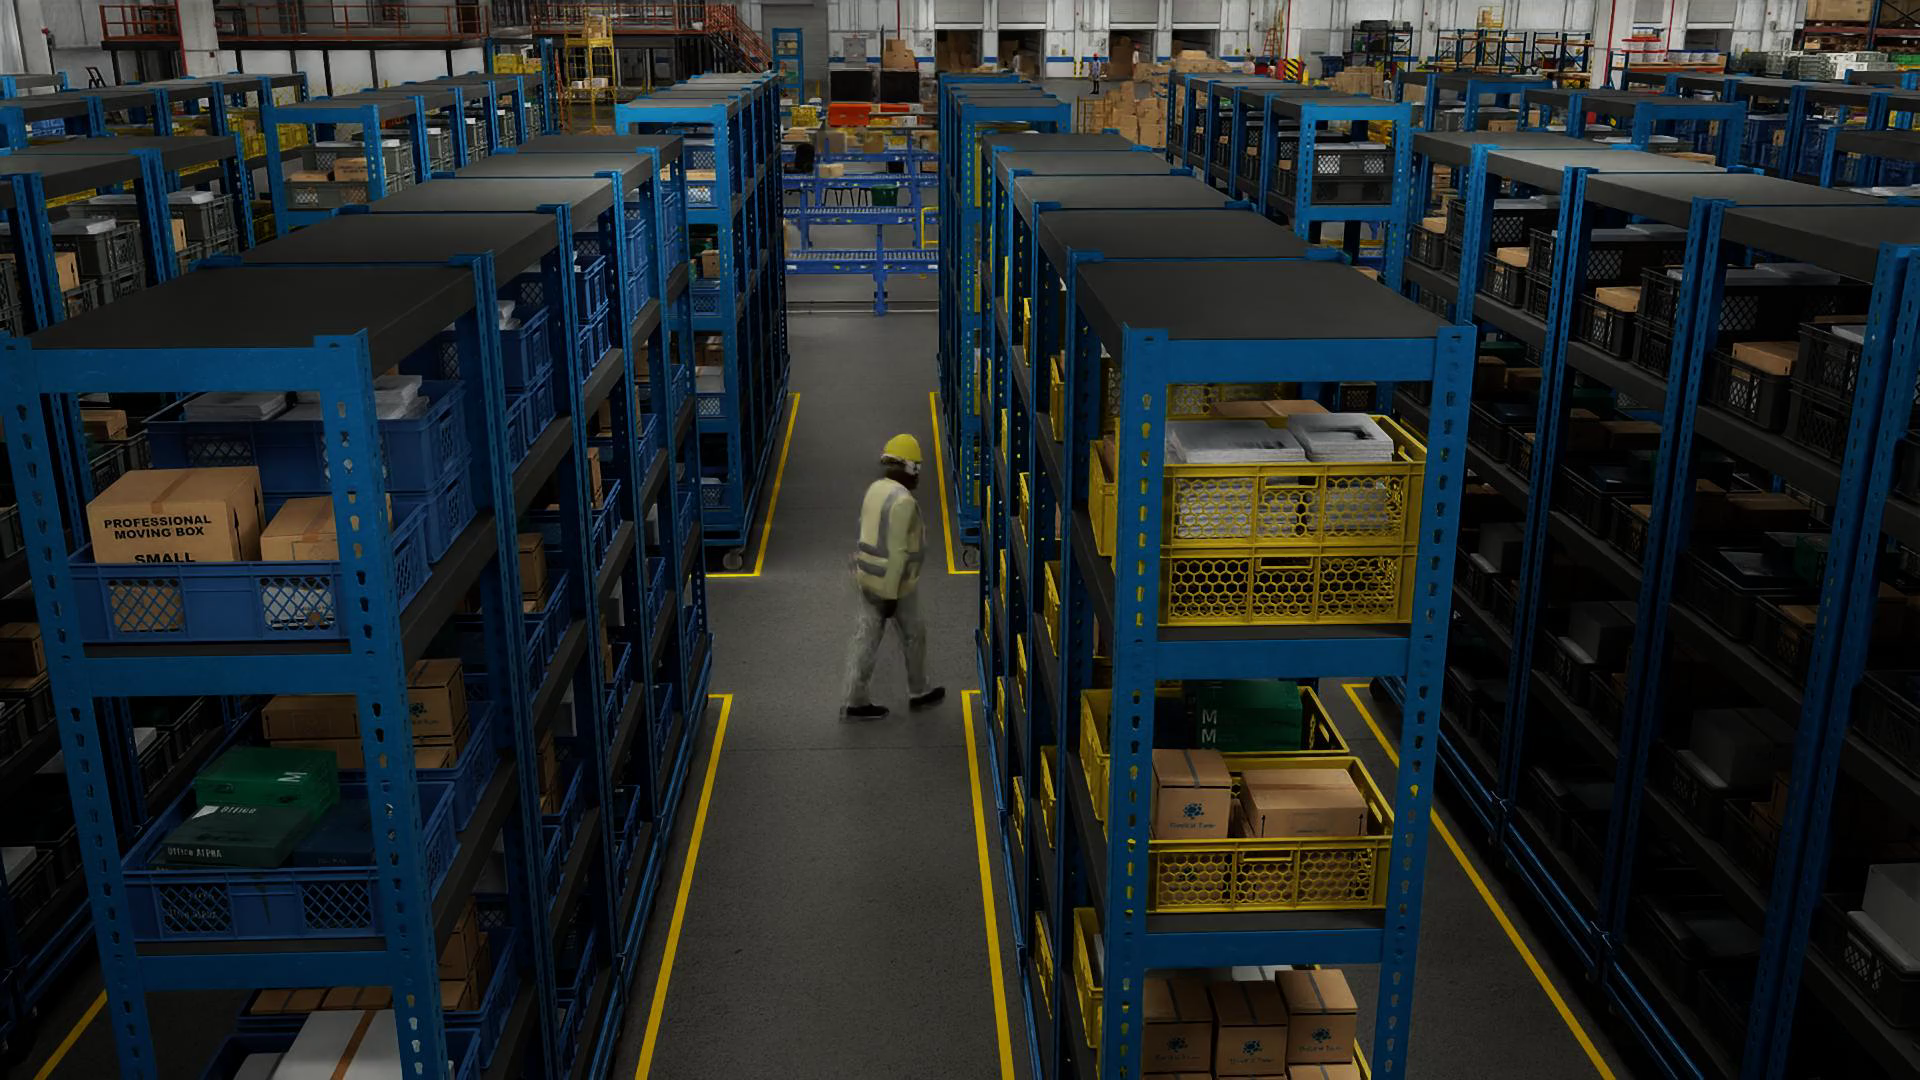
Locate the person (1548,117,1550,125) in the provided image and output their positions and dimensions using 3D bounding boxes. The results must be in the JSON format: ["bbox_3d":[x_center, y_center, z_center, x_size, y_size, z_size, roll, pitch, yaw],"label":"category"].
[{"bbox_3d":[19.979,-14.732,56.832,0.889,1.659,0.534,3,18,9],"label":"person"}]

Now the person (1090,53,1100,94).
[{"bbox_3d":[6.620,-22.783,81.277,0.358,1.937,0.548,-10,20,-28],"label":"person"}]

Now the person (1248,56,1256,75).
[{"bbox_3d":[13.783,-21.720,78.048,0.968,1.892,0.647,0,18,-1],"label":"person"}]

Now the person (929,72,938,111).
[{"bbox_3d":[-0.881,-16.244,61.171,1.019,1.875,0.597,2,18,5],"label":"person"}]

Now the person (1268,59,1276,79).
[{"bbox_3d":[15.053,-22.384,80.442,0.549,1.688,0.323,-16,24,-40],"label":"person"}]

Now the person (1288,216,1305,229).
[{"bbox_3d":[5.436,-5.076,26.812,0.849,1.726,0.546,-5,19,-16],"label":"person"}]

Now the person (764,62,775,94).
[{"bbox_3d":[-7.835,-18.828,68.990,0.605,1.966,0.367,-4,18,-13],"label":"person"}]

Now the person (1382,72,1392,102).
[{"bbox_3d":[15.704,-16.236,61.124,0.328,1.872,0.510,-7,19,-21],"label":"person"}]

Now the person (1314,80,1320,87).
[{"bbox_3d":[12.137,-14.835,56.939,0.603,1.791,0.948,2,18,6],"label":"person"}]

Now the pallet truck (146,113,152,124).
[{"bbox_3d":[-18.087,-8.309,36.390,1.885,1.965,0.823,-1,18,-4],"label":"pallet truck"}]

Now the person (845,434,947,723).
[{"bbox_3d":[-0.403,0.243,10.287,0.816,1.769,0.604,-10,21,-29],"label":"person"}]

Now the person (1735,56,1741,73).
[{"bbox_3d":[37.042,-22.090,79.186,0.789,1.894,0.603,-10,21,-29],"label":"person"}]

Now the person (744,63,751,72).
[{"bbox_3d":[-10.784,-23.666,84.317,0.493,1.742,0.322,14,23,38],"label":"person"}]

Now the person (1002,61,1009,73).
[{"bbox_3d":[1.979,-20.109,73.138,0.580,1.851,0.537,-12,21,-32],"label":"person"}]

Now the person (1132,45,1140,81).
[{"bbox_3d":[10.073,-27.247,94.999,0.396,1.992,0.623,-6,19,-19],"label":"person"}]

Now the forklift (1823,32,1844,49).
[{"bbox_3d":[45.186,-24.889,86.282,1.873,2.768,1.129,-6,19,-19],"label":"forklift"}]

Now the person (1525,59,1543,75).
[{"bbox_3d":[24.057,-19.137,69.826,0.682,2.000,0.537,5,19,15],"label":"person"}]

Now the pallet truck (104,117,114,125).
[{"bbox_3d":[-18.367,-7.885,35.078,1.885,1.965,0.823,1,18,2],"label":"pallet truck"}]

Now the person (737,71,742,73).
[{"bbox_3d":[-8.577,-17.353,64.746,0.524,1.769,0.325,11,21,31],"label":"person"}]

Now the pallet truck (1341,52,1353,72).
[{"bbox_3d":[18.794,-23.123,82.231,0.823,1.965,1.885,-13,22,-35],"label":"pallet truck"}]

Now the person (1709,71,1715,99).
[{"bbox_3d":[28.878,-17.250,64.313,0.573,1.851,0.887,3,18,10],"label":"person"}]

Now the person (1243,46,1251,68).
[{"bbox_3d":[16.439,-27.253,95.124,0.369,1.925,0.594,-9,20,-27],"label":"person"}]

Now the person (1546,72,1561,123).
[{"bbox_3d":[21.646,-16.110,60.711,0.615,1.885,0.612,13,22,35],"label":"person"}]

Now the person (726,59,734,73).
[{"bbox_3d":[-12.154,-24.765,87.428,0.426,1.933,0.607,16,24,41],"label":"person"}]

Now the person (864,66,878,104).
[{"bbox_3d":[-3.752,-18.781,69.124,0.980,1.786,0.525,-12,22,-34],"label":"person"}]

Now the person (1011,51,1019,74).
[{"bbox_3d":[3.118,-25.863,91.043,0.880,1.810,0.629,5,19,15],"label":"person"}]

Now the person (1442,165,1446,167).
[{"bbox_3d":[12.964,-10.513,43.856,0.435,1.607,0.651,4,18,11],"label":"person"}]
